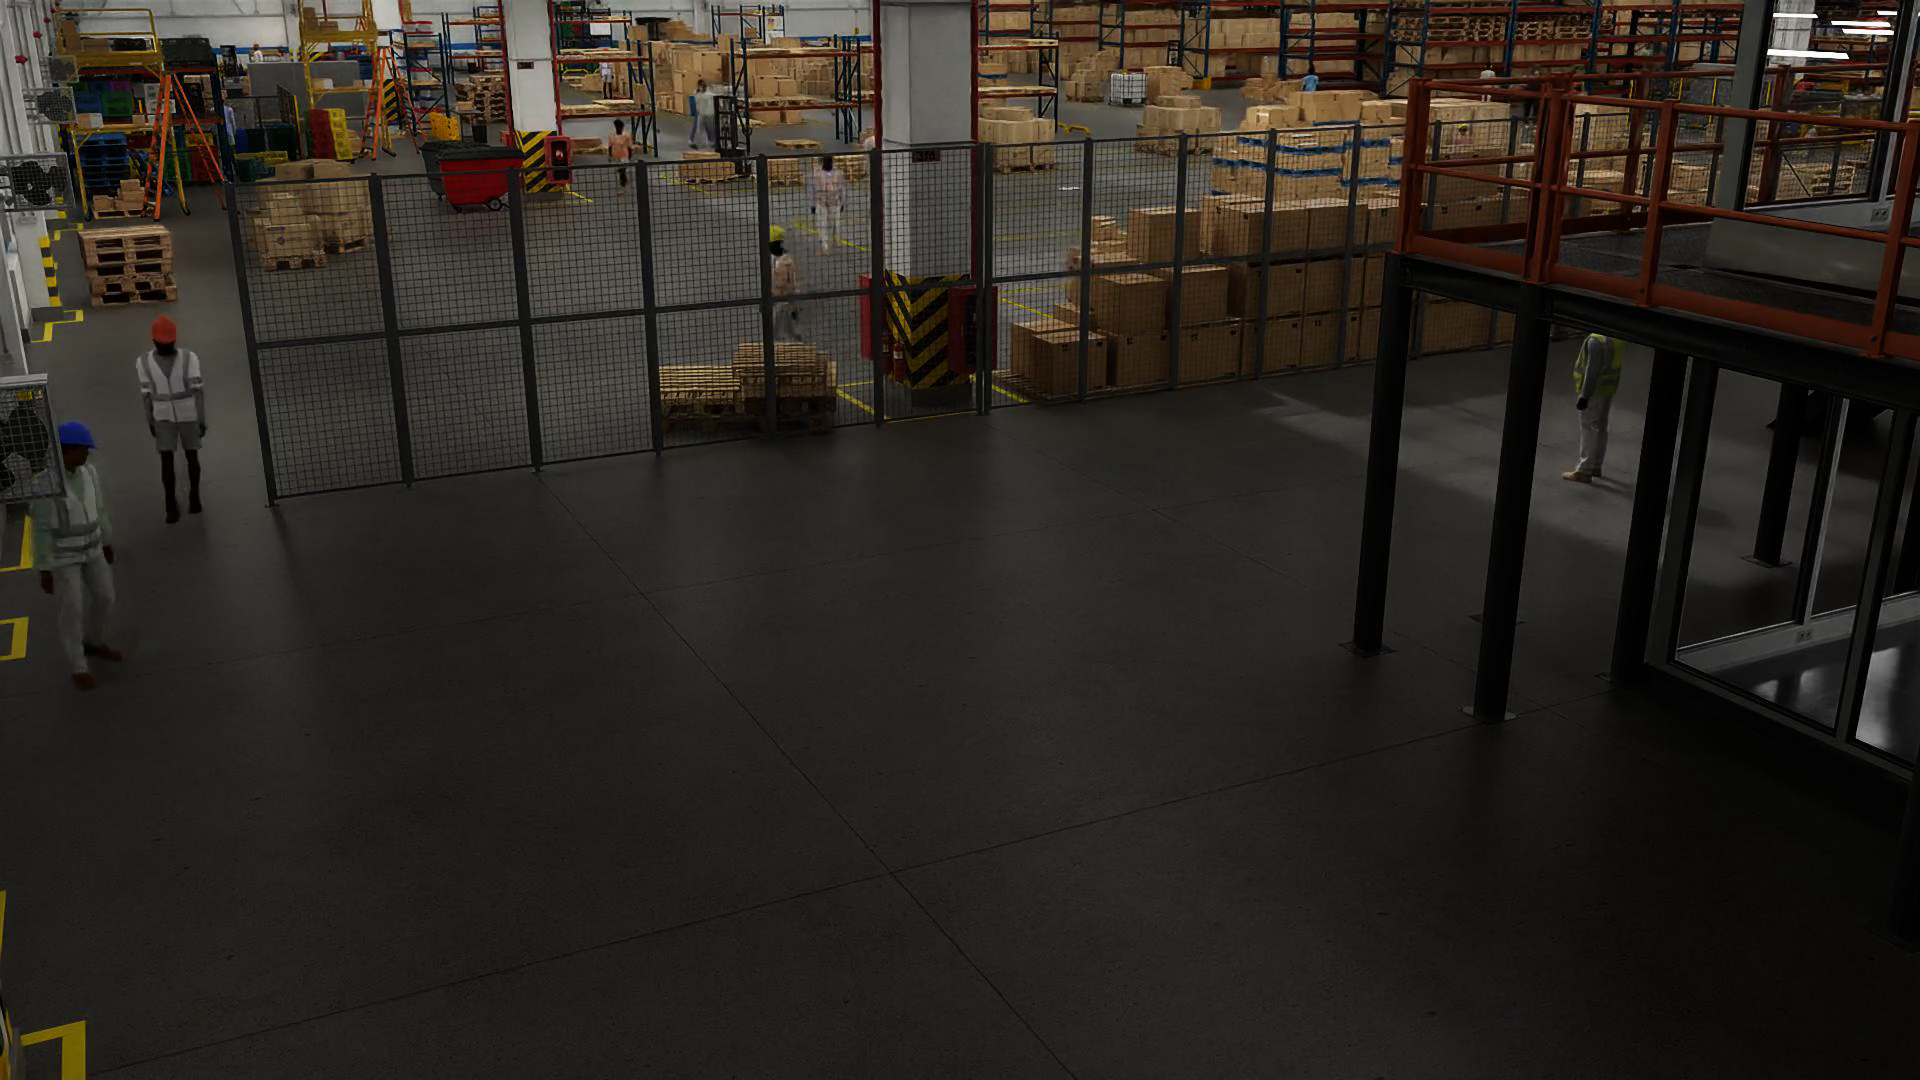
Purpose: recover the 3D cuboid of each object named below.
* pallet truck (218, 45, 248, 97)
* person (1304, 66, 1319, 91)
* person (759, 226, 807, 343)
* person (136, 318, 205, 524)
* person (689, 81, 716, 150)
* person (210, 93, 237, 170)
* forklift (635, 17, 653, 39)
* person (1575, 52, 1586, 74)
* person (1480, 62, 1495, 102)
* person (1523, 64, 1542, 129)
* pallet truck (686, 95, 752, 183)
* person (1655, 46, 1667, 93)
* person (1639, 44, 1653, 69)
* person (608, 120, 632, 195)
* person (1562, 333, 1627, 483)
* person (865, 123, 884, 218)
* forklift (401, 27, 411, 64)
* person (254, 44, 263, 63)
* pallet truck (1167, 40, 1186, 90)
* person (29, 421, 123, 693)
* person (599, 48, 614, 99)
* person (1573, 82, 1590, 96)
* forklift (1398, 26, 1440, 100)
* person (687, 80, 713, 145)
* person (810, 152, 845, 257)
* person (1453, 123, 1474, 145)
[{"bbox_3d":[-28.879,-18.665,66.111,0.823,1.965,1.885,-3,19,-9],"label":"pallet truck"},{"bbox_3d":[12.059,-15.416,57.147,0.556,1.683,0.369,11,22,28],"label":"person"},{"bbox_3d":[-2.221,-3.023,20.944,0.970,1.886,0.588,-9,21,-24],"label":"person"},{"bbox_3d":[-7.247,-1.100,15.354,0.535,1.895,0.836,-7,20,-19],"label":"person"},{"bbox_3d":[-7.200,-11.979,46.915,0.628,1.877,1.065,10,21,27],"label":"person"},{"bbox_3d":[-18.566,-10.309,41.976,0.551,1.936,0.357,-10,21,-27],"label":"person"},{"bbox_3d":[-13.811,-21.492,72.973,1.873,2.768,1.129,7,20,21],"label":"forklift"},{"bbox_3d":[24.695,-18.513,66.121,0.538,1.695,0.320,14,23,34],"label":"person"},{"bbox_3d":[17.957,-15.340,56.674,0.511,1.865,0.329,10,22,28],"label":"person"},{"bbox_3d":[18.226,-14.106,52.828,0.694,2.000,1.047,1,19,3],"label":"person"},{"bbox_3d":[-5.836,-9.608,39.856,0.823,1.965,1.885,10,22,27],"label":"pallet truck"},{"bbox_3d":[28.712,-19.139,67.660,0.915,1.869,0.671,-4,20,-13],"label":"person"},{"bbox_3d":[31.304,-21.838,75.923,0.515,1.582,0.847,0,19,0],"label":"person"},{"bbox_3d":[-7.666,-8.698,37.710,0.525,1.670,0.801,5,20,14],"label":"person"},{"bbox_3d":[6.319,-1.489,16.557,0.429,1.841,0.633,17,25,40],"label":"person"},{"bbox_3d":[-1.620,-7.657,34.372,0.658,1.879,1.032,2,19,5],"label":"person"},{"bbox_3d":[-20.467,-17.234,60.629,1.873,2.768,1.129,15,24,36],"label":"forklift"},{"bbox_3d":[-29.183,-19.691,69.258,0.356,1.883,0.574,1,19,2],"label":"person"},{"bbox_3d":[9.045,-19.971,69.895,0.823,1.965,1.885,-3,19,-8],"label":"pallet truck"},{"bbox_3d":[-6.347,0.117,11.796,0.494,1.924,0.779,6,20,16],"label":"person"},{"bbox_3d":[-13.710,-18.114,64.598,0.545,1.942,0.350,6,20,16],"label":"person"},{"bbox_3d":[17.528,-12.056,47.145,0.583,1.891,0.596,9,21,25],"label":"person"},{"bbox_3d":[17.755,-18.086,63.098,1.873,2.768,1.129,-9,21,-25],"label":"forklift"},{"bbox_3d":[-7.459,-12.328,47.976,0.611,1.846,0.955,8,21,22],"label":"person"},{"bbox_3d":[-2.340,-5.947,29.507,0.643,1.831,0.437,-6,20,-17],"label":"person"},{"bbox_3d":[10.871,-8.197,36.117,0.526,1.765,0.329,-7,20,-20],"label":"person"}]
